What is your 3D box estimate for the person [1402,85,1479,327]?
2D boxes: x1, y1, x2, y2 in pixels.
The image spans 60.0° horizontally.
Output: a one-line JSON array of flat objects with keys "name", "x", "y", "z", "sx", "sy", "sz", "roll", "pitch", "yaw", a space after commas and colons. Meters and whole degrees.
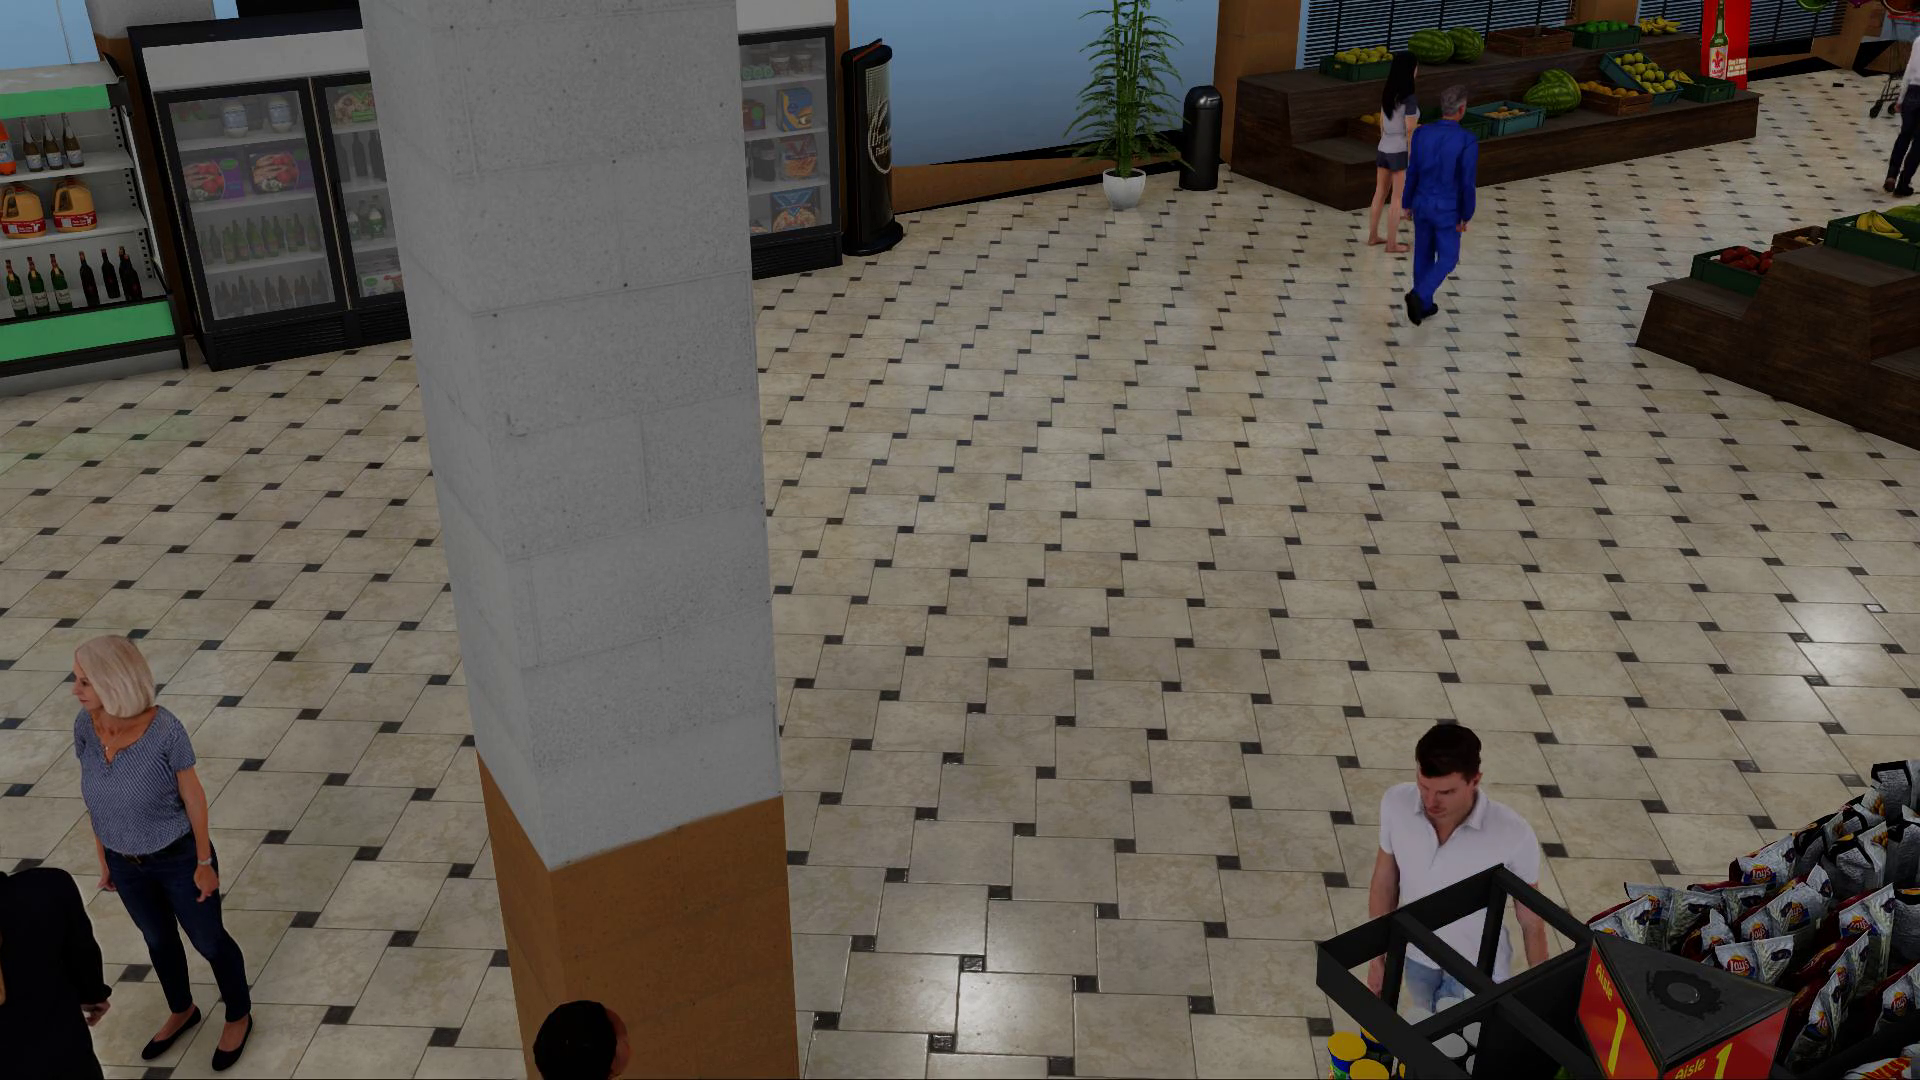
[{"name": "person", "x": 3.567, "y": -2.475, "z": 12.552, "sx": 0.908, "sy": 1.806, "sz": 1.081, "roll": 22, "pitch": 34, "yaw": 37}]

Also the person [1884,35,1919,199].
[{"name": "person", "x": 9.143, "y": -4.173, "z": 15.847, "sx": 0.710, "sy": 1.854, "sz": 0.673, "roll": -19, "pitch": 33, "yaw": -33}]

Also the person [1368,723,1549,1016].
[{"name": "person", "x": 1.565, "y": 1.292, "z": 5.153, "sx": 0.930, "sy": 1.779, "sz": 1.311, "roll": 22, "pitch": 34, "yaw": 36}]

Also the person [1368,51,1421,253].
[{"name": "person", "x": 3.777, "y": -3.370, "z": 14.427, "sx": 0.557, "sy": 1.706, "sz": 0.612, "roll": -11, "pitch": 29, "yaw": -21}]

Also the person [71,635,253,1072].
[{"name": "person", "x": -2.728, "y": 1.062, "z": 5.674, "sx": 0.648, "sy": 1.719, "sz": 0.720, "roll": 5, "pitch": 27, "yaw": 10}]
